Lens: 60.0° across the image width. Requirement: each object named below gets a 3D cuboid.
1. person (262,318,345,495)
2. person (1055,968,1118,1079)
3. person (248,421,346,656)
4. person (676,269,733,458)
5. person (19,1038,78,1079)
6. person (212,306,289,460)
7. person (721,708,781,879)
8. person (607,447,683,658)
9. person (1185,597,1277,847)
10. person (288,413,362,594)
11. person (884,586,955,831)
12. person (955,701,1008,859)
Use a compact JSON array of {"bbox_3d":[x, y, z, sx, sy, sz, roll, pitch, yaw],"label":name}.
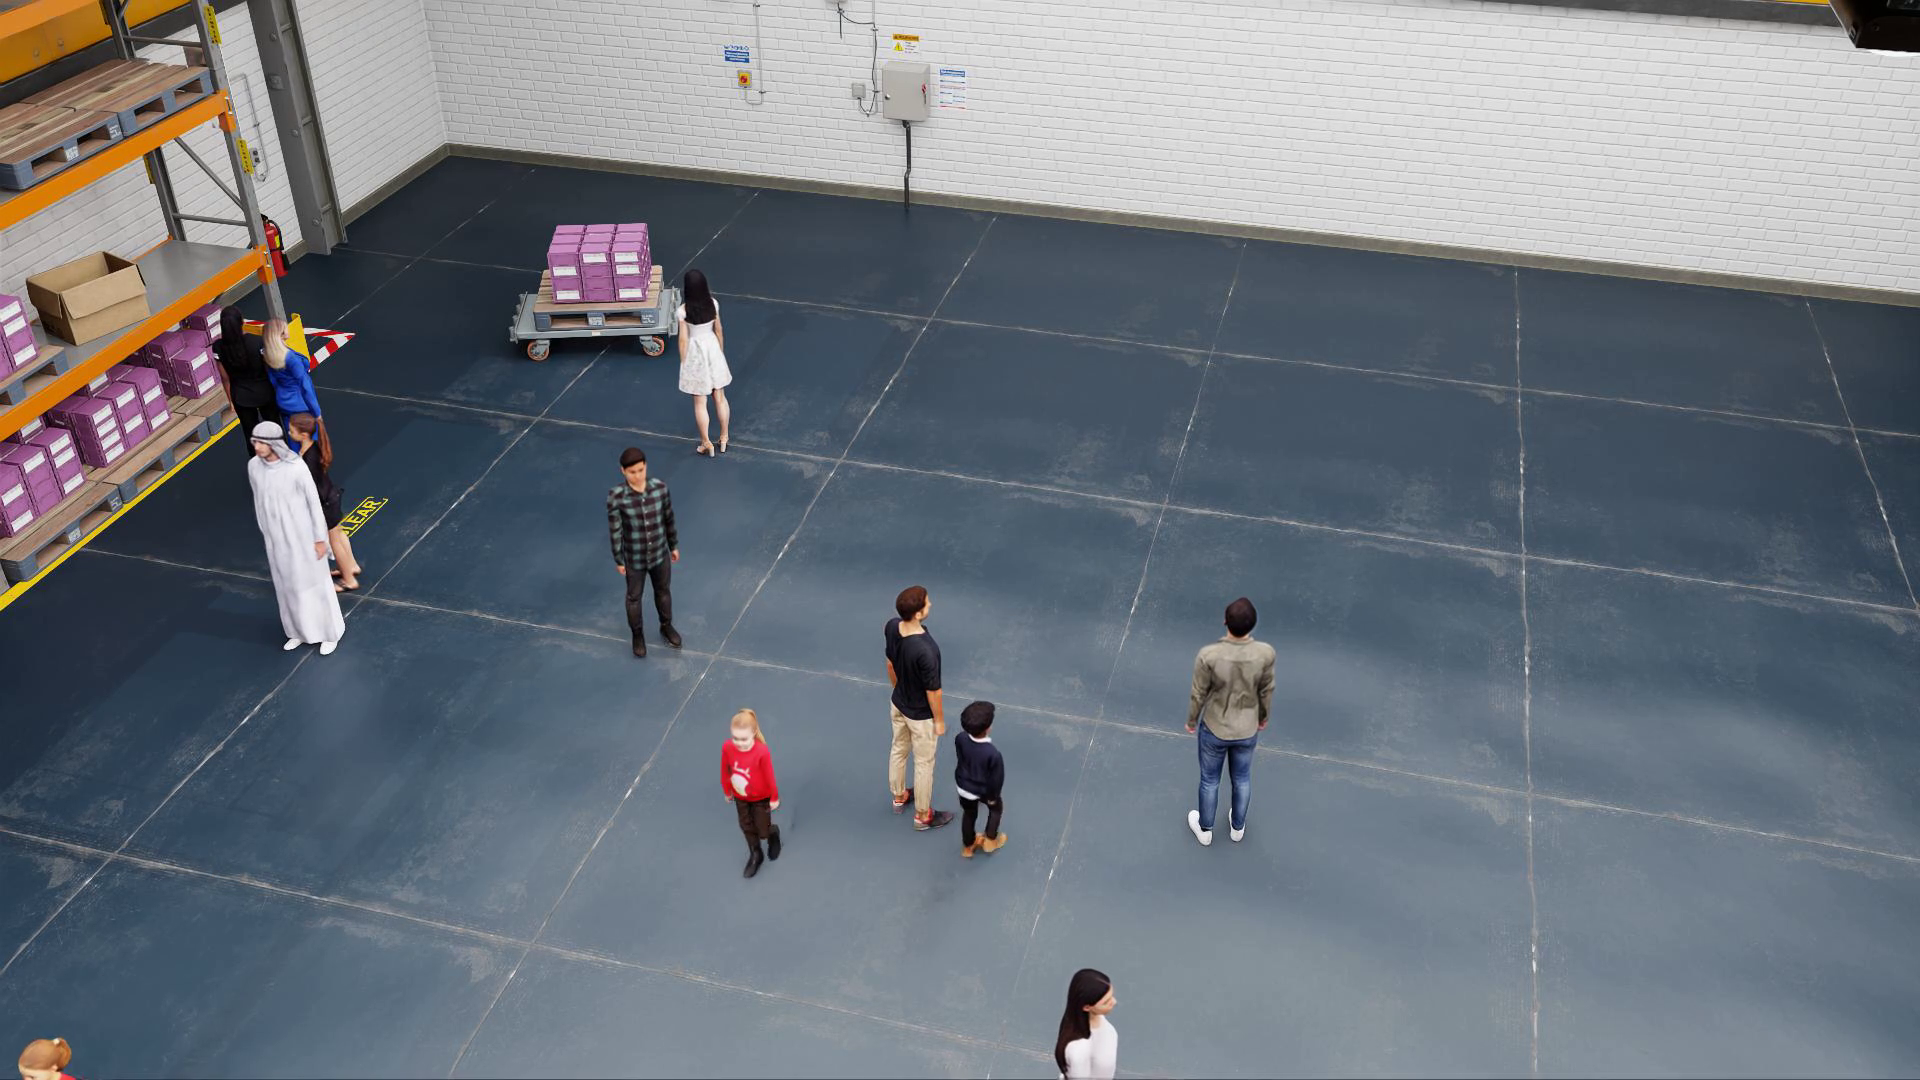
[{"bbox_3d":[-5.621,-1.107,14.090,0.685,1.701,0.649,19,38,26],"label":"person"},{"bbox_3d":[0.585,2.758,8.178,0.670,1.807,0.469,6,34,10],"label":"person"},{"bbox_3d":[-4.913,-0.036,12.275,0.687,1.925,0.624,7,34,11],"label":"person"},{"bbox_3d":[-2.276,-1.569,14.718,0.774,1.774,0.836,-19,38,-26],"label":"person"},{"bbox_3d":[-4.423,2.932,8.369,0.497,1.306,0.578,11,35,16],"label":"person"},{"bbox_3d":[-6.039,-1.219,14.233,0.714,1.729,0.742,-9,35,-13],"label":"person"},{"bbox_3d":[-1.291,1.555,10.471,0.505,1.273,0.556,9,35,13],"label":"person"},{"bbox_3d":[-2.316,0.061,12.281,0.737,1.715,0.756,-15,37,-22],"label":"person"},{"bbox_3d":[1.699,1.169,10.517,0.779,1.864,0.720,-4,34,-5],"label":"person"},{"bbox_3d":[-4.981,-0.314,13.030,0.673,1.553,0.587,-7,34,-10],"label":"person"},{"bbox_3d":[-0.292,1.066,10.677,0.729,1.859,0.718,-25,41,-32],"label":"person"},{"bbox_3d":[0.085,1.549,10.530,0.570,1.217,0.605,19,38,26],"label":"person"}]
